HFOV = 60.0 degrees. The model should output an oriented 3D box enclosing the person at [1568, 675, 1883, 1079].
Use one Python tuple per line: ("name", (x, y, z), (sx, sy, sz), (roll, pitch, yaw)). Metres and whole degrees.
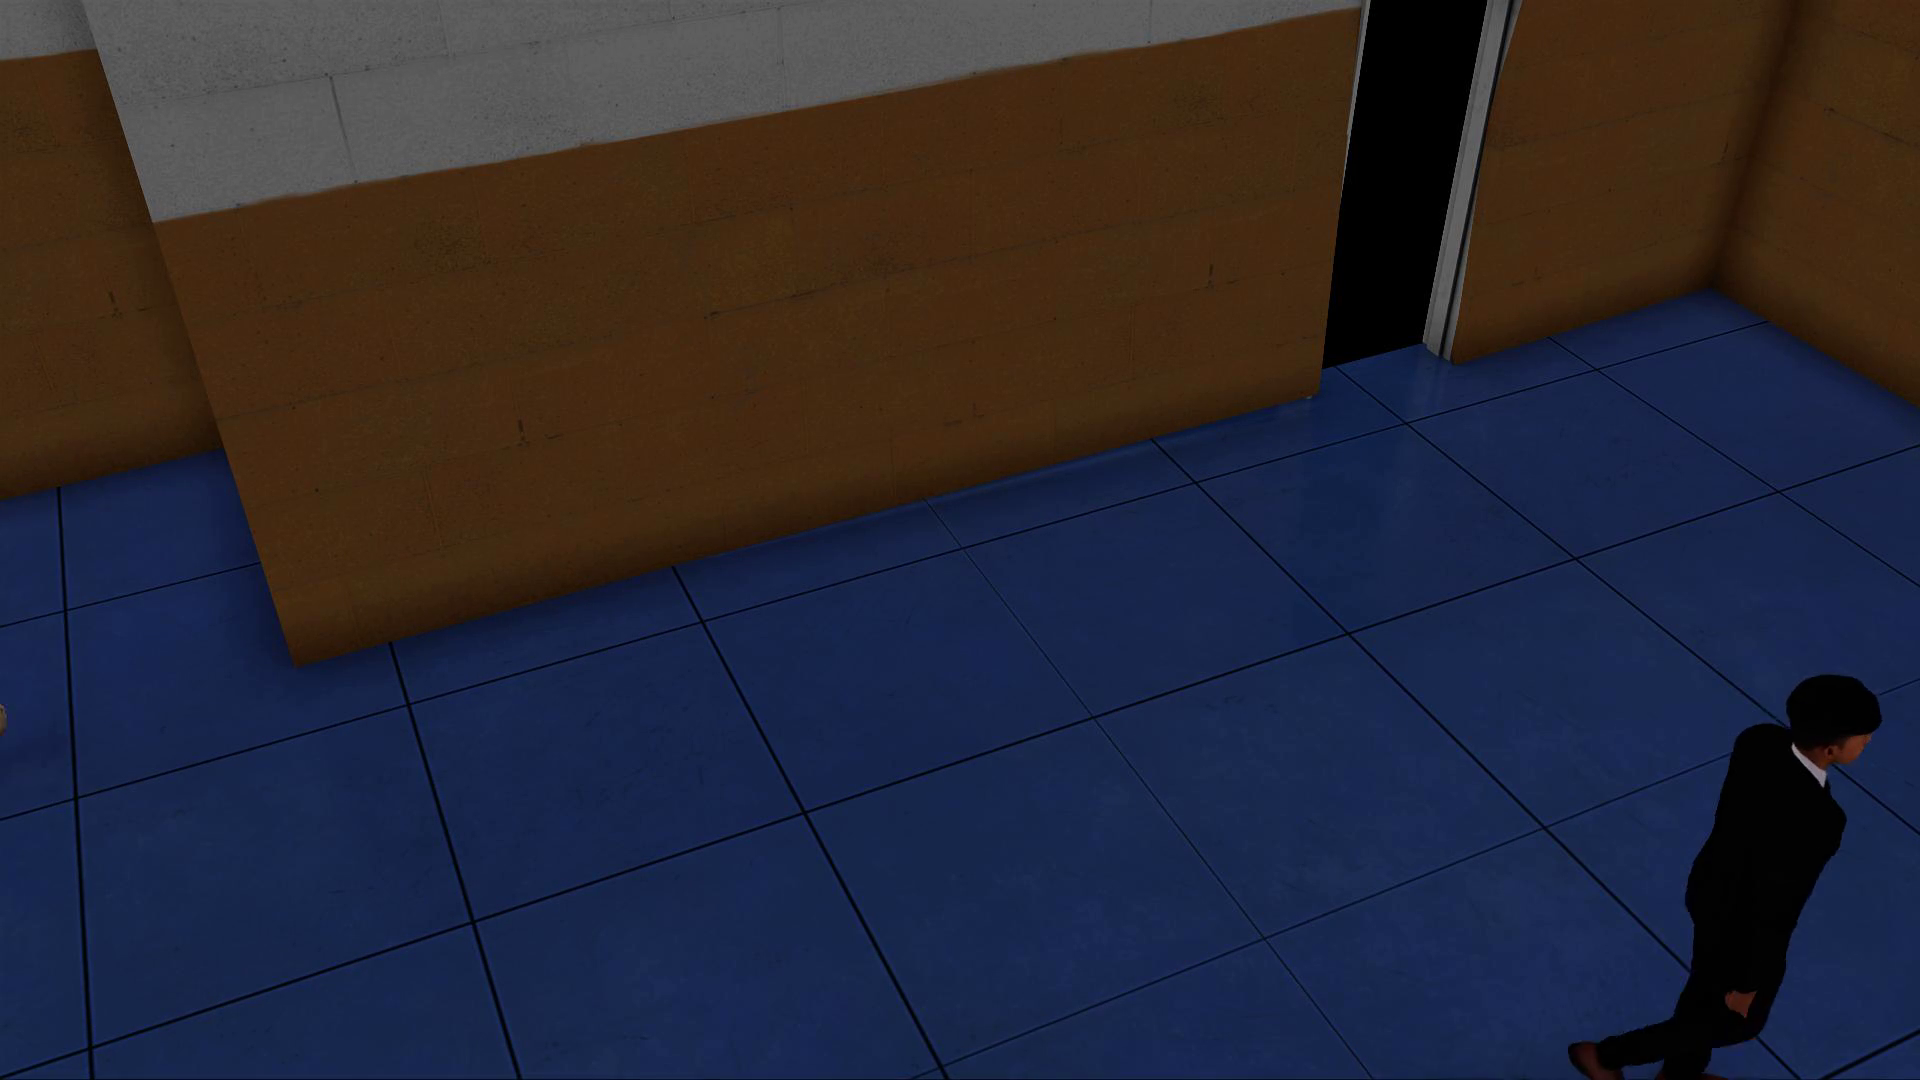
("person", (2.312, 1.134, 5.131), (1.003, 1.867, 0.978), (4, 37, 5))
